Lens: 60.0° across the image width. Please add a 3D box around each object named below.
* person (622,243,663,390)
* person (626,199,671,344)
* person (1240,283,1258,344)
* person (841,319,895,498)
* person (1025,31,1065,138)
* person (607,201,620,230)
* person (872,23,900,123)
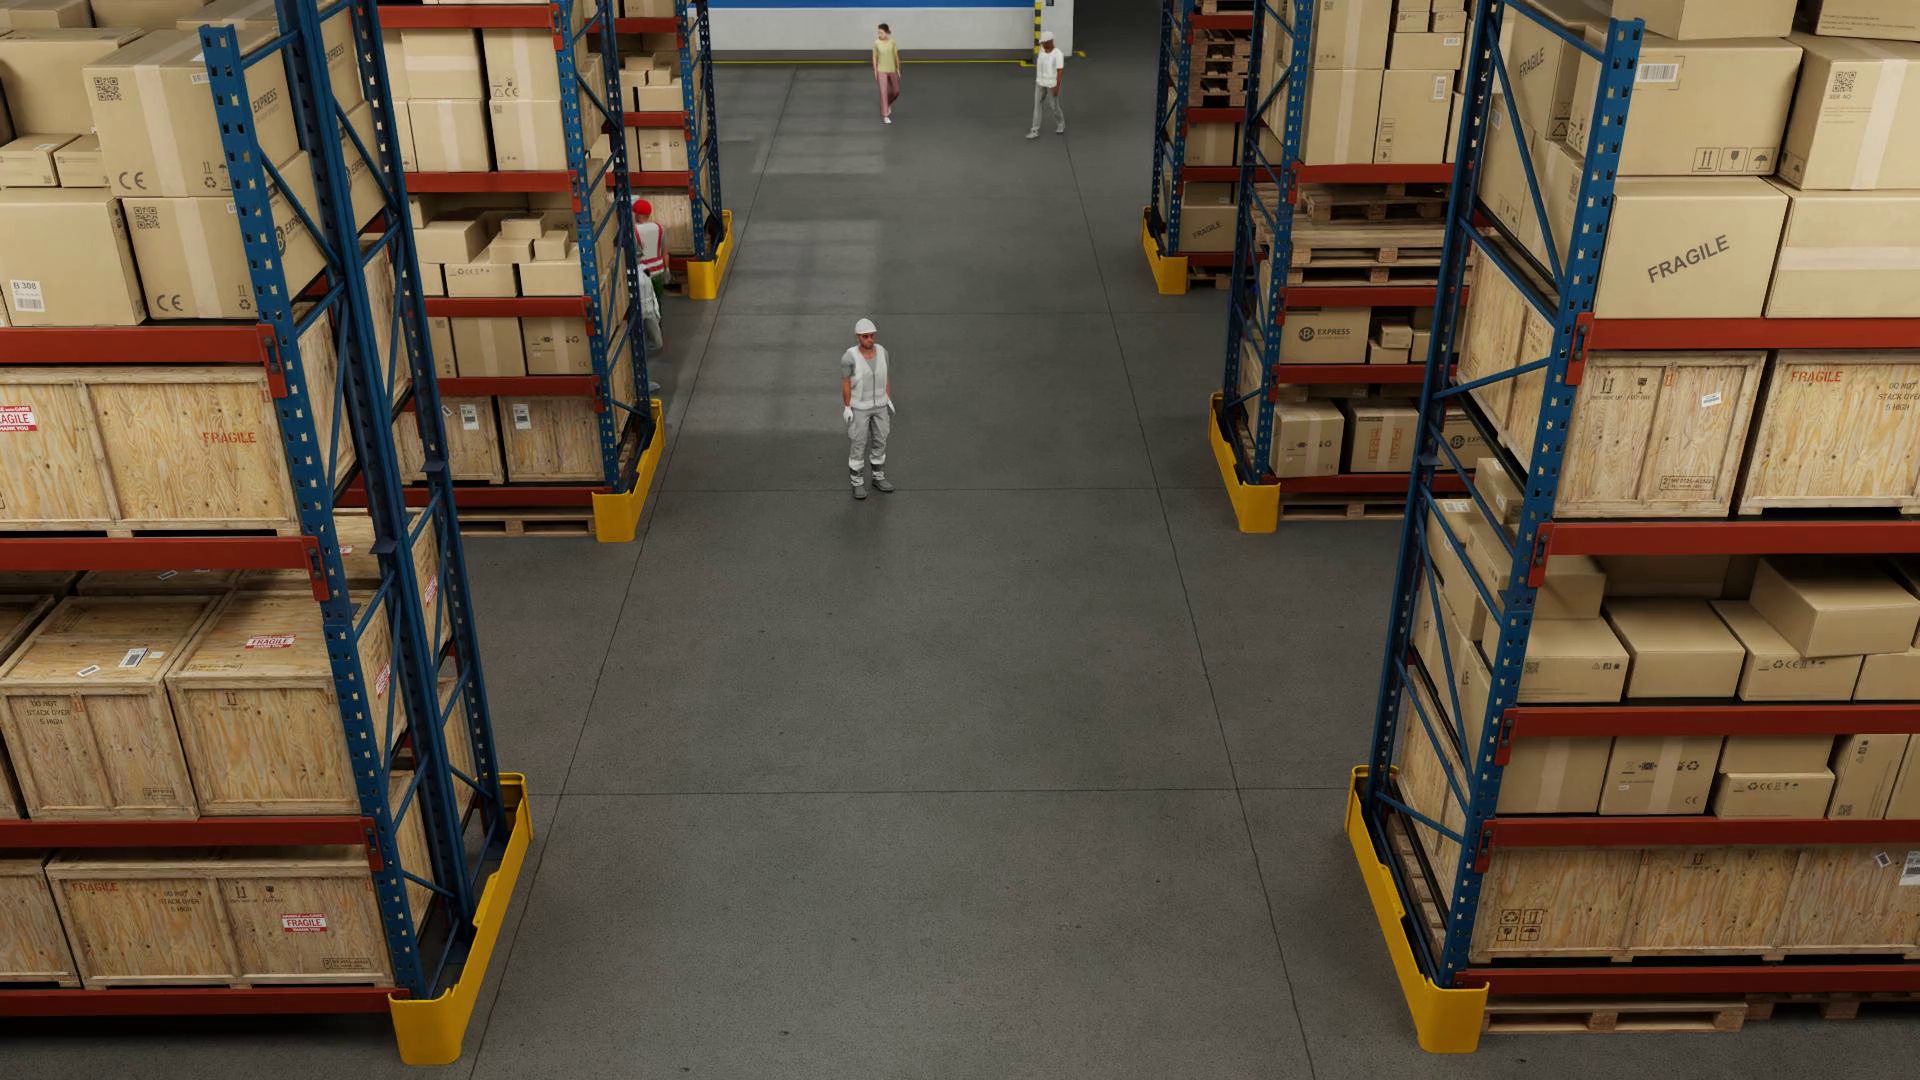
[{"bbox_3d":[-3.598,-2.522,18.698,0.487,1.671,0.513,20,34,32],"label":"person"},{"bbox_3d":[-3.711,-3.168,19.737,0.570,1.784,0.683,-16,32,-27],"label":"person"},{"bbox_3d":[3.367,-2.265,18.192,0.658,1.647,0.506,-24,36,-37],"label":"person"},{"bbox_3d":[-0.887,-1.303,16.305,0.532,1.794,0.378,-15,32,-26],"label":"person"},{"bbox_3d":[1.505,-7.773,28.358,0.599,1.745,0.910,21,35,34],"label":"person"},{"bbox_3d":[-4.214,-3.346,20.251,0.876,1.652,0.494,8,29,15],"label":"person"},{"bbox_3d":[-1.290,-8.279,29.396,0.468,1.670,0.770,-8,29,-15],"label":"person"}]
